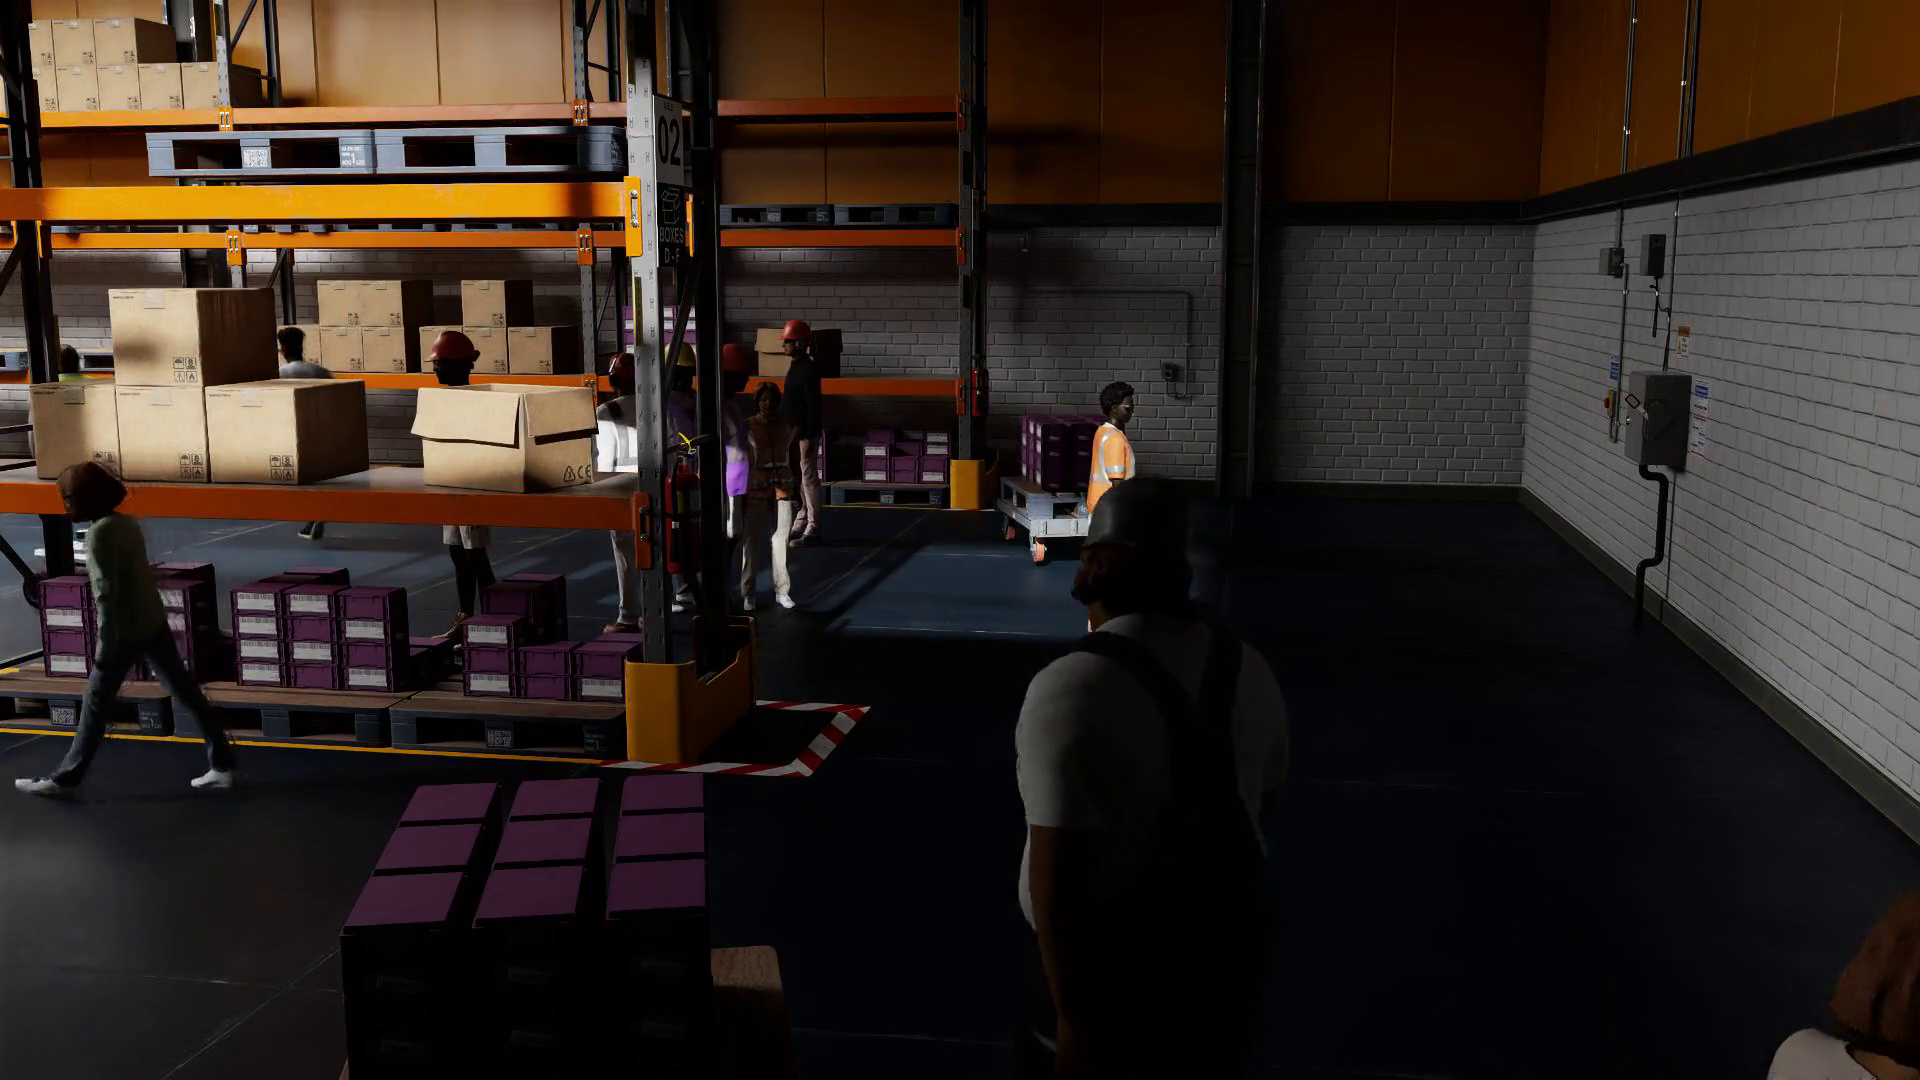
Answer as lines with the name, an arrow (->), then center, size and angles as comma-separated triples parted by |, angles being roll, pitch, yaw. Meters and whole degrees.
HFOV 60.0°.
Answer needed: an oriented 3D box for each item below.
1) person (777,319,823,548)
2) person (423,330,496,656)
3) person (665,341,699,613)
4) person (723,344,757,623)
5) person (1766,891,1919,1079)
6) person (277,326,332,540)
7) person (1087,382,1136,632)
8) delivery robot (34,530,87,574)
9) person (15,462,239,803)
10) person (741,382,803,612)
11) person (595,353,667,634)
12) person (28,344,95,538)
person -> -1.399, -0.930, 14.590 | 0.386, 1.996, 0.610 | -4, 10, -21
person -> -3.156, -0.294, 10.504 | 0.375, 2.044, 0.607 | -8, 12, -42
person -> -1.995, -0.455, 11.859 | 0.369, 1.928, 0.585 | 5, 11, 31
person -> -1.533, -0.345, 11.156 | 0.378, 1.932, 0.551 | 1, 9, 5
person -> 1.330, 1.248, 2.239 | 0.502, 1.618, 0.536 | -1, 9, -5
person -> -5.805, -0.934, 14.797 | 0.650, 1.938, 0.626 | 8, 12, 42
person -> 1.001, -0.194, 10.943 | 0.317, 1.698, 0.540 | -1, 9, -6
delivery robot -> -6.272, 0.171, 11.933 | 0.707, 0.478, 0.477 | 4, 10, 22
person -> -3.809, 0.424, 7.541 | 0.958, 1.548, 0.513 | -1, 9, -6
person -> -1.370, -0.311, 11.860 | 0.522, 1.637, 0.310 | -4, 10, -23
person -> -2.165, -0.291, 10.976 | 0.337, 1.882, 0.584 | 7, 12, 38
person -> -7.150, -0.656, 13.408 | 0.631, 1.835, 0.429 | -8, 12, -42
